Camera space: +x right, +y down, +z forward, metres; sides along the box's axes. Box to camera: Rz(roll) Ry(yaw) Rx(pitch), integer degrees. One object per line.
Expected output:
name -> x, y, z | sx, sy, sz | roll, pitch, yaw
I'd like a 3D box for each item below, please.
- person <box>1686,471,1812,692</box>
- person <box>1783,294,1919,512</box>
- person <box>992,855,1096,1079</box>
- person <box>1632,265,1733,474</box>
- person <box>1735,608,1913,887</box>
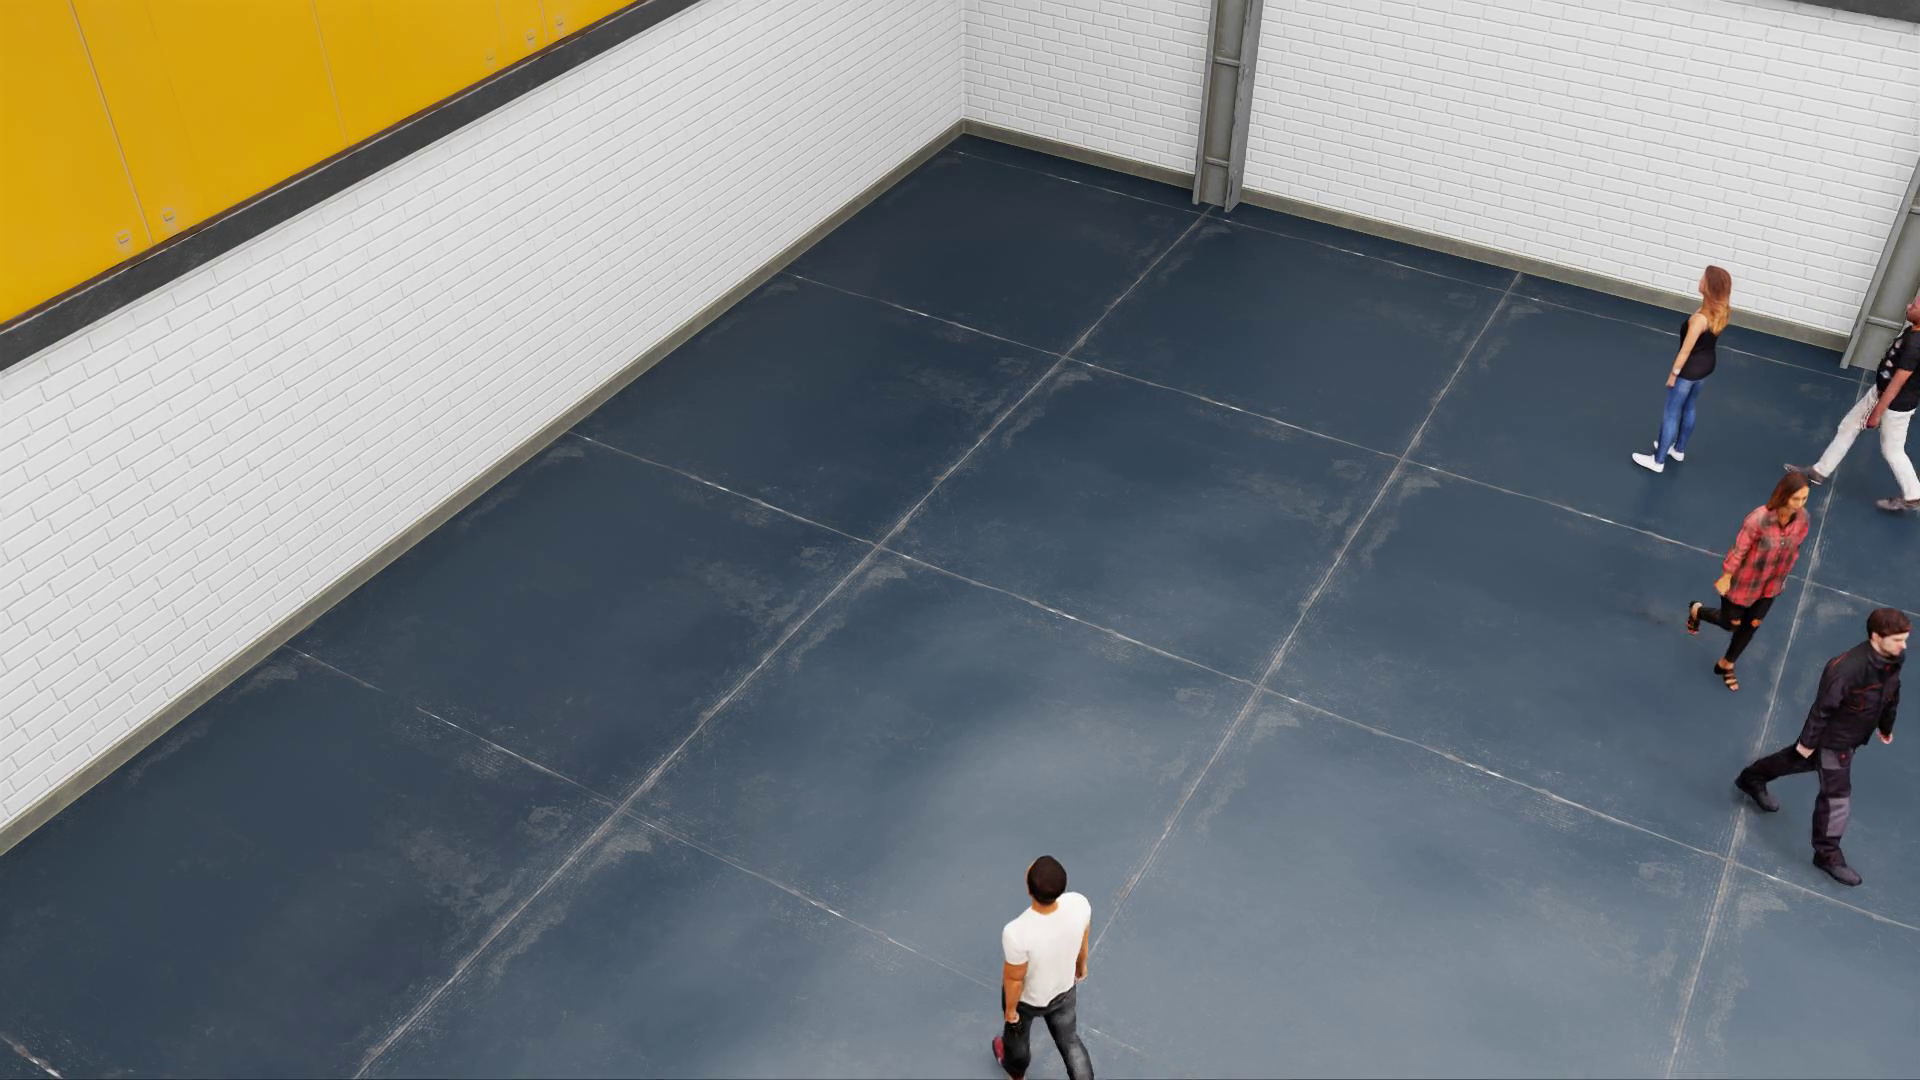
person -> 5.066, 0.201, 10.728 | 0.895, 1.686, 0.939 | -6, 39, -7
person -> 6.888, -0.965, 12.127 | 1.188, 1.760, 0.661 | 20, 43, 24
person -> 0.449, 2.238, 8.100 | 0.994, 1.781, 1.185 | -20, 43, -23
person -> 5.534, -1.287, 12.562 | 0.641, 1.722, 0.639 | -27, 46, -29
person -> 4.980, 1.047, 9.577 | 1.033, 1.799, 1.267 | -24, 44, -27
